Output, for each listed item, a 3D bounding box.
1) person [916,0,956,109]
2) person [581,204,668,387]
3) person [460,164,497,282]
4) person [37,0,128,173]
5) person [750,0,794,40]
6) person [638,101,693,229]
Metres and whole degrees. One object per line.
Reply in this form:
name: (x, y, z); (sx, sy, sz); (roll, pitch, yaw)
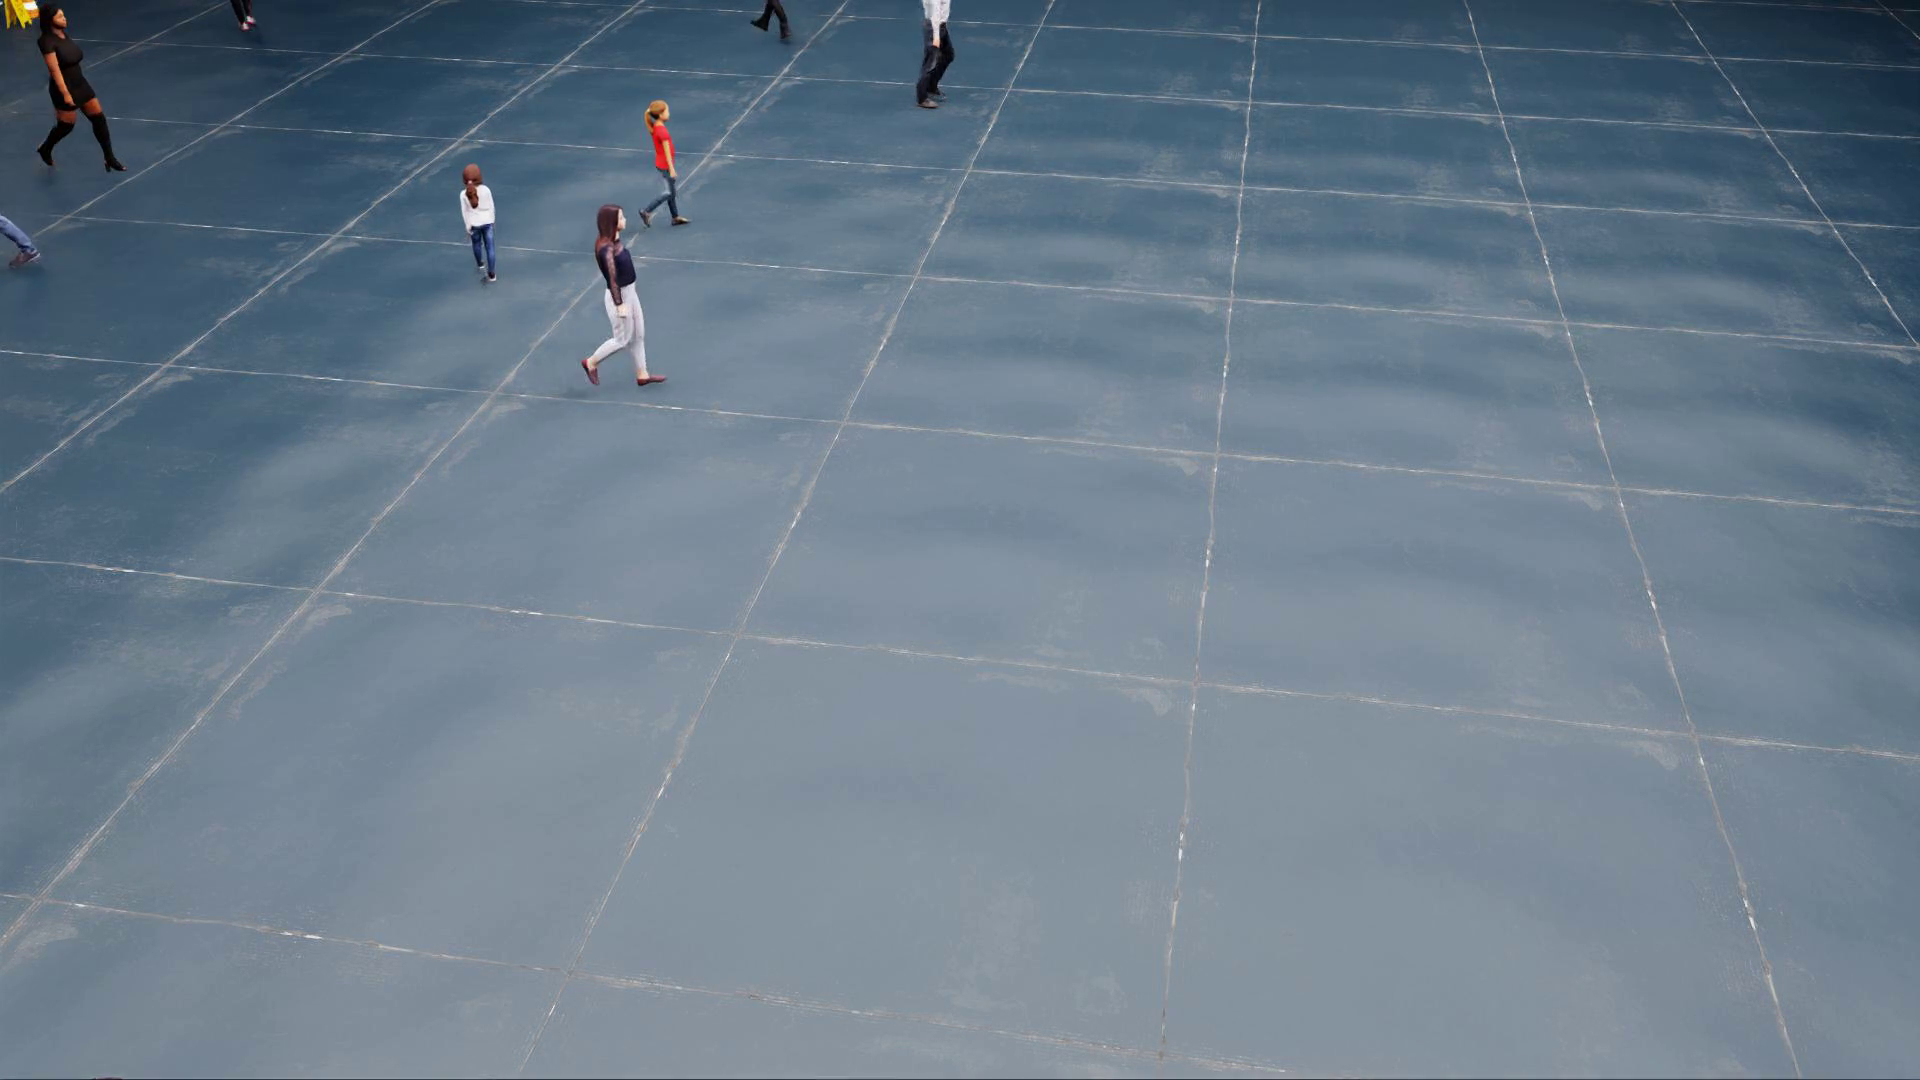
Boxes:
person: (-0.345, -6.144, 20.000); (0.706, 1.793, 0.723); (7, 33, 11)
person: (-2.803, -1.939, 13.522); (0.967, 1.591, 0.747); (-3, 32, -5)
person: (-4.496, -2.970, 15.630); (0.734, 1.087, 0.707); (-10, 34, -16)
person: (-9.621, -4.785, 17.821); (1.126, 1.818, 0.642); (4, 33, 7)
person: (-2.502, -7.636, 22.417); (1.061, 1.738, 1.250); (-27, 41, -35)
person: (-3.006, -3.732, 16.639); (0.839, 1.300, 0.705); (-12, 34, -18)
